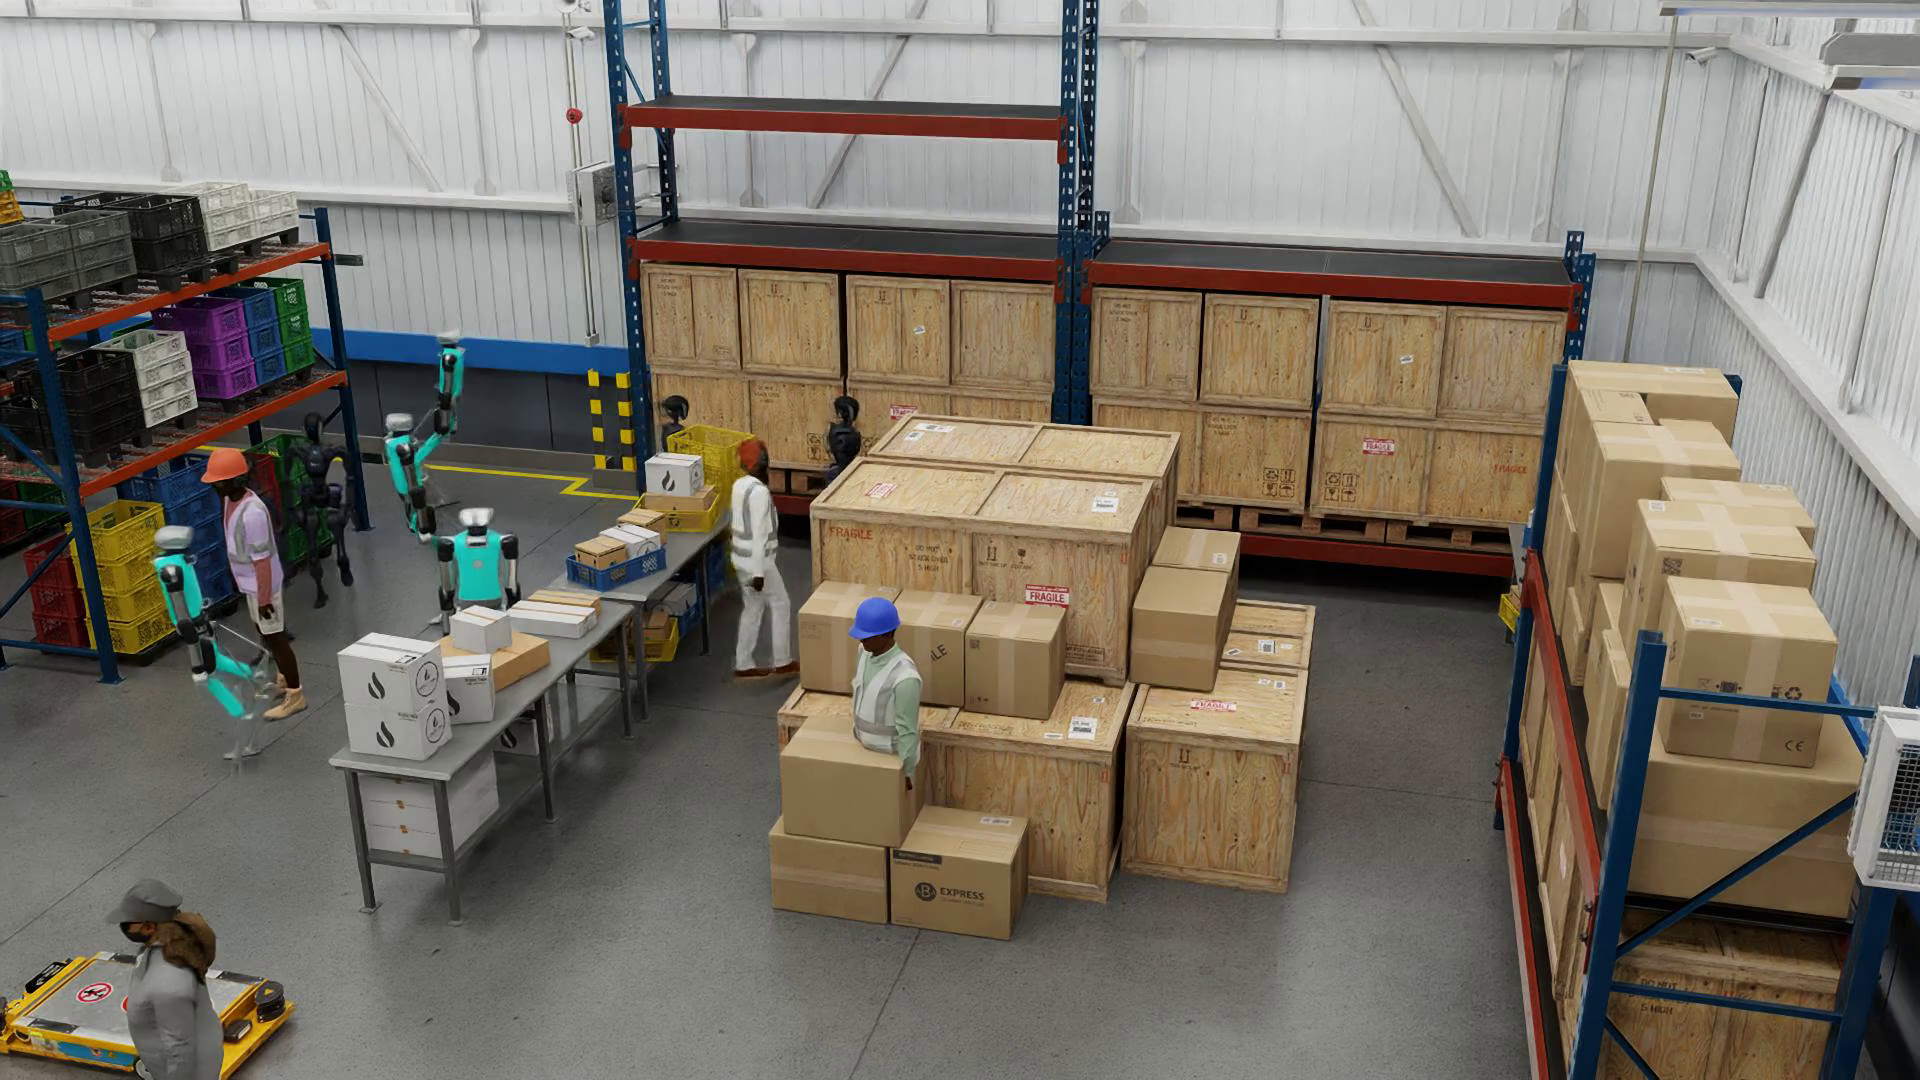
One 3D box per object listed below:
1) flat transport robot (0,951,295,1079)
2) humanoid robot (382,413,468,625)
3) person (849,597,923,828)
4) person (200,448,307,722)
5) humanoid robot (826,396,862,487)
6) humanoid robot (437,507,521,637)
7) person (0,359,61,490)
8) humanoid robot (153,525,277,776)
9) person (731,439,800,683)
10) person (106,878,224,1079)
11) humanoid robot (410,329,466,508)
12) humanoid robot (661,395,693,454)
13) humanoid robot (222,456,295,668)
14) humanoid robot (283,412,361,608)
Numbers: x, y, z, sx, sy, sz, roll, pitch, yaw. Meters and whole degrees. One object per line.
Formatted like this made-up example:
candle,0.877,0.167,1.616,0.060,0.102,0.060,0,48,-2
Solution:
flat transport robot,-4.270,2.464,8.601,1.431,0.231,0.659,5,22,13
humanoid robot,-4.206,-0.144,13.512,0.768,1.892,0.532,-12,24,-28
person,-0.434,1.214,9.537,0.412,1.939,0.602,-11,24,-27
person,-5.017,0.307,11.795,0.452,2.029,0.615,-13,25,-31
humanoid robot,-0.957,-0.447,14.258,0.485,1.643,0.612,1,21,2
humanoid robot,-3.280,0.585,11.493,0.567,1.812,0.757,-5,21,-13
person,-9.203,-1.382,16.461,0.429,1.839,0.633,-3,21,-9
humanoid robot,-4.864,0.772,11.094,0.727,1.879,0.536,-8,22,-20
person,-1.474,0.162,12.423,0.644,1.834,0.660,-12,24,-29
person,-3.314,2.219,7.135,0.396,1.770,0.563,-9,23,-22
humanoid robot,-5.087,-1.117,15.922,0.821,1.784,0.611,-2,21,-6
humanoid robot,-2.313,-0.442,14.239,0.579,1.637,0.613,-12,24,-29
humanoid robot,-5.400,0.153,12.694,0.599,1.632,0.684,7,22,17
humanoid robot,-5.316,-0.292,13.832,0.599,1.639,0.527,-6,22,-16
